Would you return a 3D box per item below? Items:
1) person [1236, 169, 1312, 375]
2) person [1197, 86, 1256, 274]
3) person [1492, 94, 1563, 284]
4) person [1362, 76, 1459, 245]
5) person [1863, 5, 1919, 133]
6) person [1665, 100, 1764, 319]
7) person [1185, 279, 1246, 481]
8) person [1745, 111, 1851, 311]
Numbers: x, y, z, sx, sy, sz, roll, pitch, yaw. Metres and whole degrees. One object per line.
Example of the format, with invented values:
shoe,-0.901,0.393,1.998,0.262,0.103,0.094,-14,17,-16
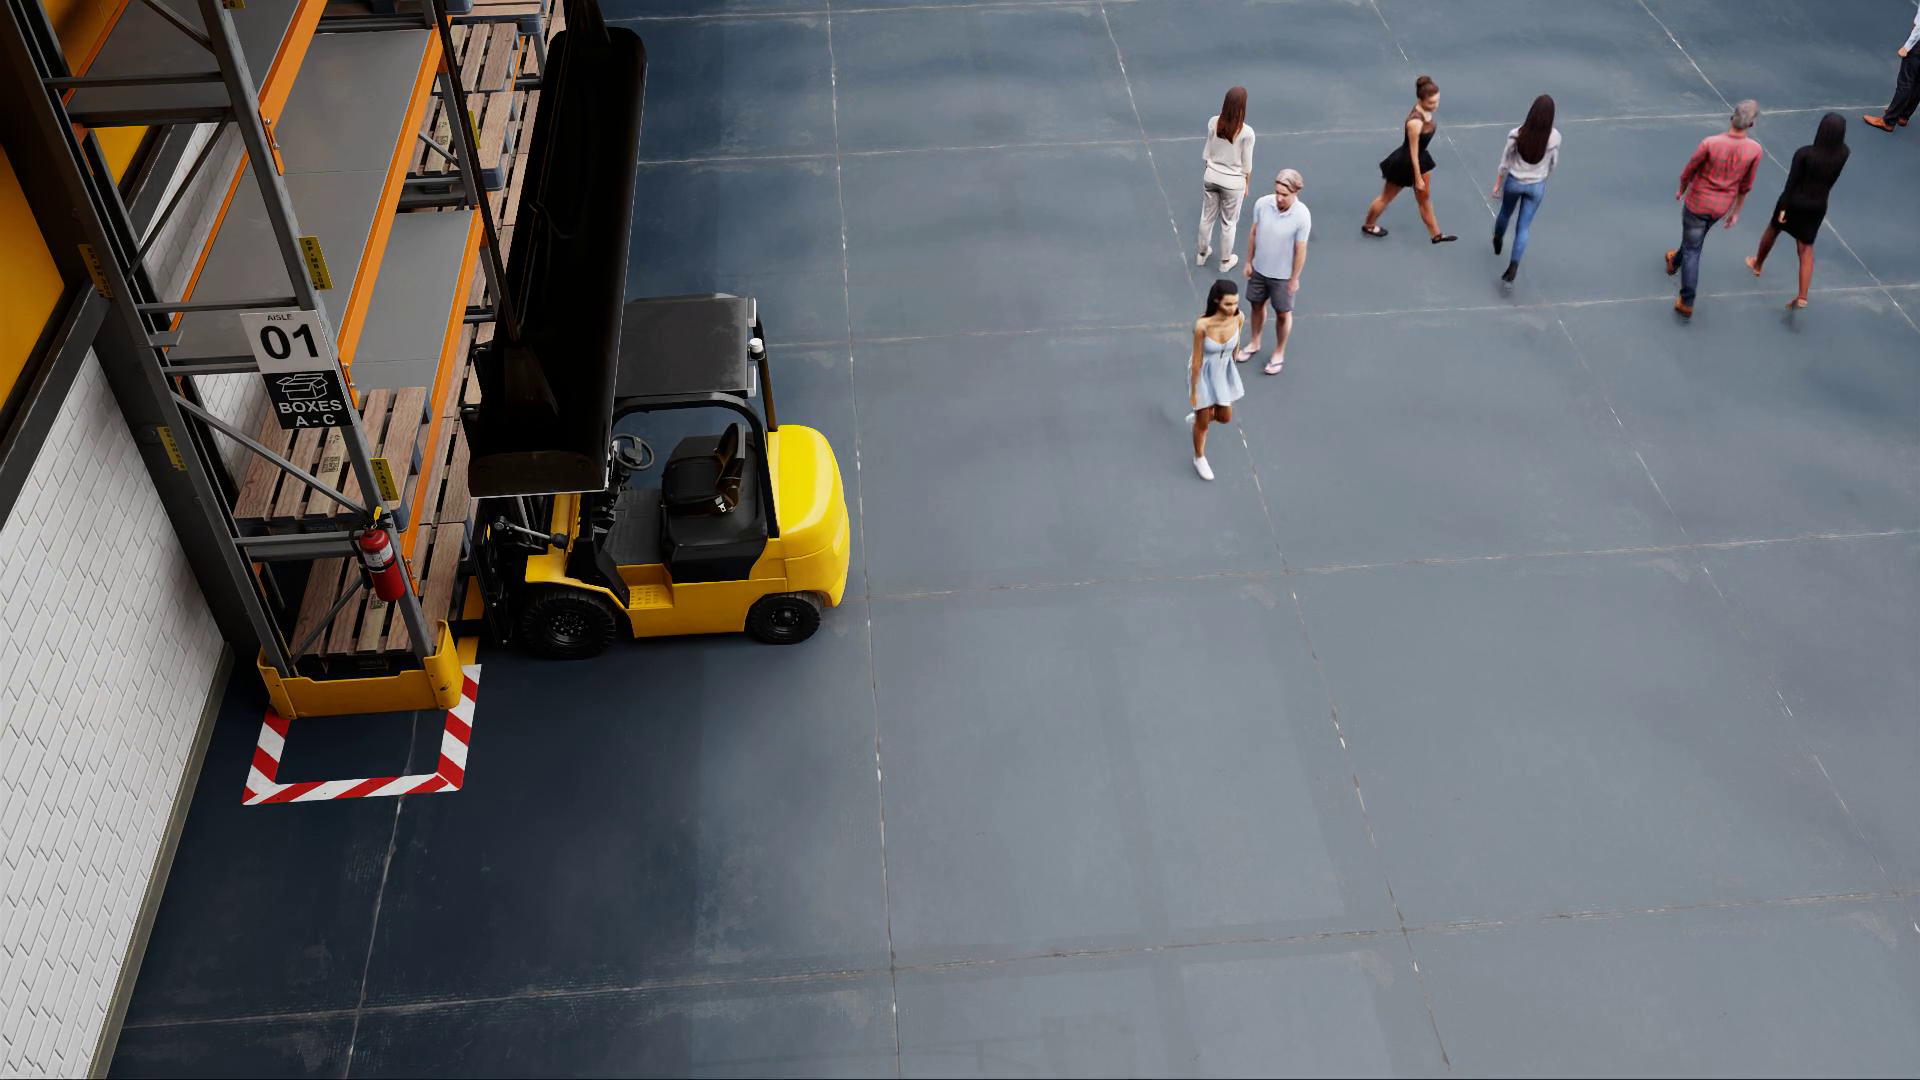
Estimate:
person,2.482,-2.131,13.038,0.715,1.825,0.770,28,50,27
person,2.252,-3.057,14.111,0.680,1.686,0.715,24,48,23
person,4.775,-2.925,14.034,0.858,1.601,1.137,8,44,9
person,3.787,-3.257,14.353,1.042,1.641,1.089,19,47,19
person,9.178,-4.755,15.818,0.722,1.790,0.708,-20,47,-20
person,6.143,-2.678,13.649,0.820,1.776,1.266,4,44,4
person,1.797,-1.237,12.177,0.699,1.719,0.830,-16,46,-16
person,7.002,-2.692,13.733,0.719,1.679,1.218,2,44,2
